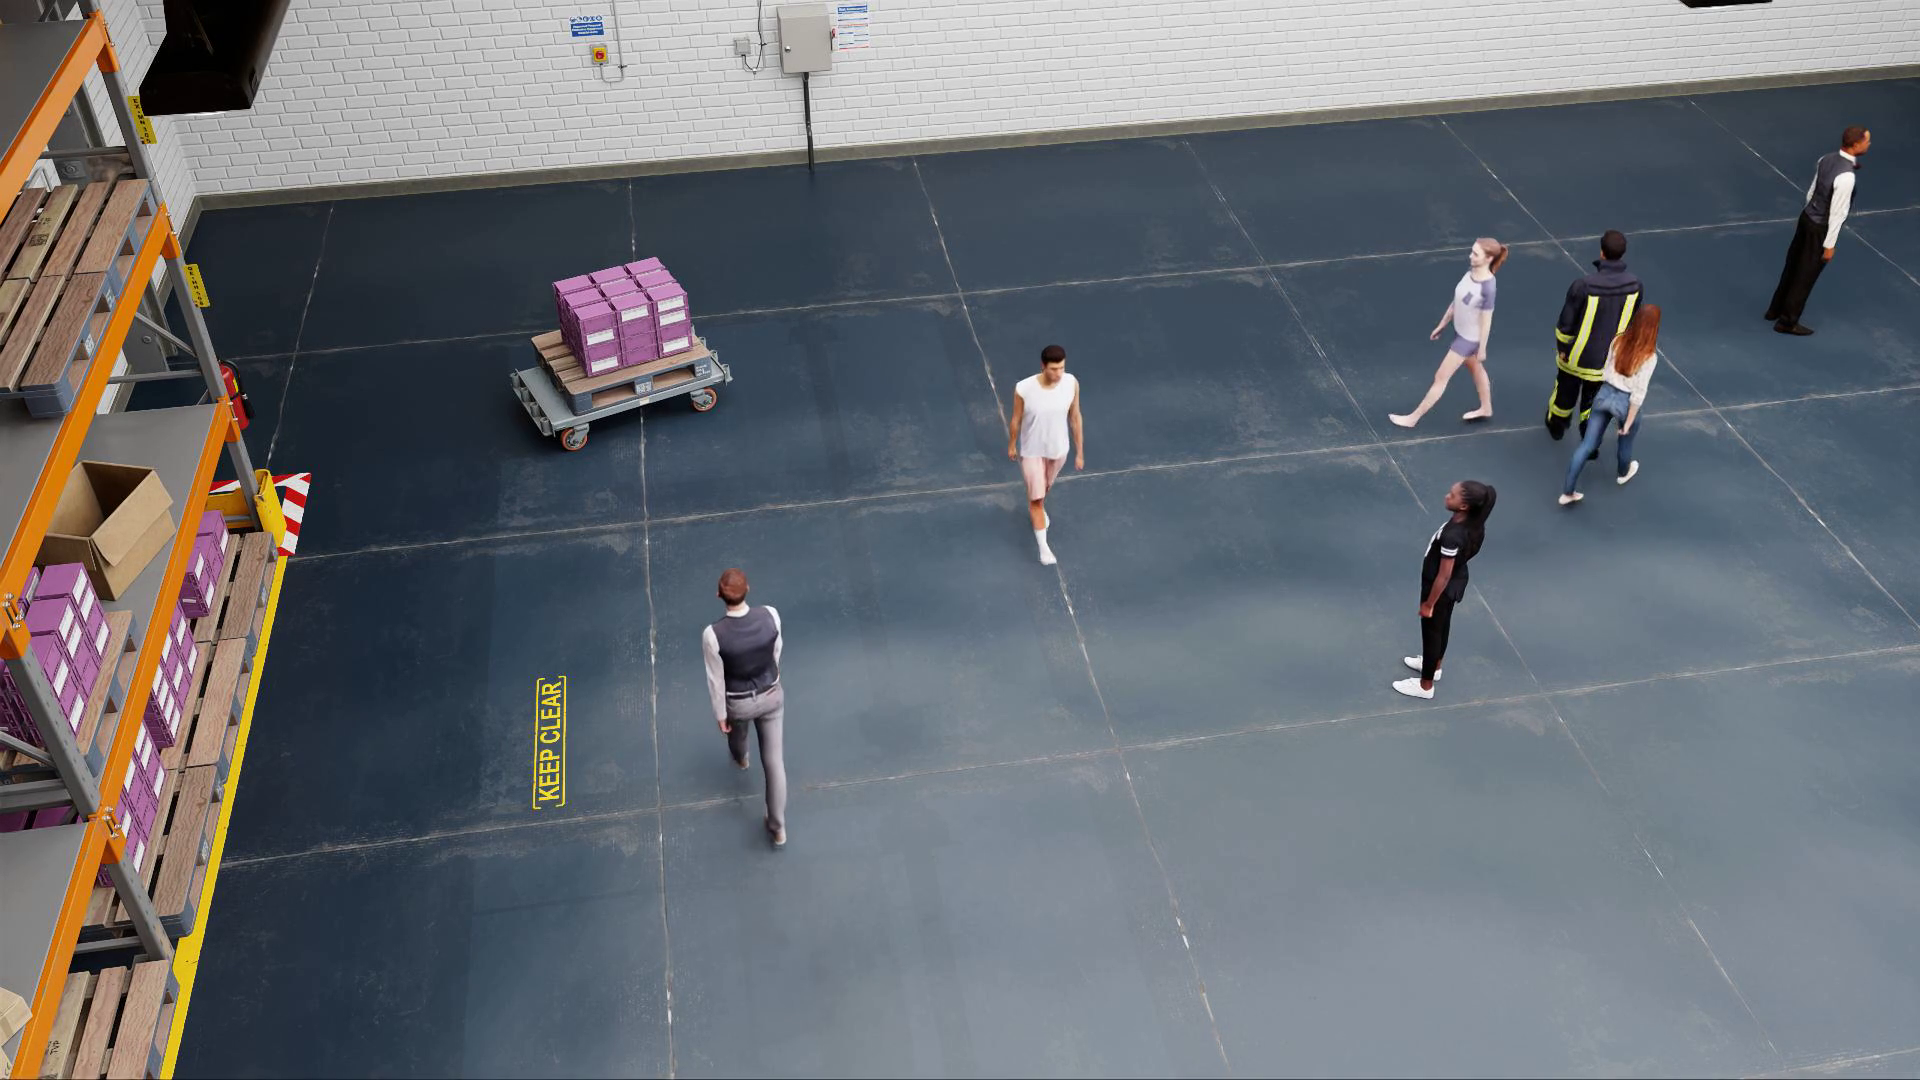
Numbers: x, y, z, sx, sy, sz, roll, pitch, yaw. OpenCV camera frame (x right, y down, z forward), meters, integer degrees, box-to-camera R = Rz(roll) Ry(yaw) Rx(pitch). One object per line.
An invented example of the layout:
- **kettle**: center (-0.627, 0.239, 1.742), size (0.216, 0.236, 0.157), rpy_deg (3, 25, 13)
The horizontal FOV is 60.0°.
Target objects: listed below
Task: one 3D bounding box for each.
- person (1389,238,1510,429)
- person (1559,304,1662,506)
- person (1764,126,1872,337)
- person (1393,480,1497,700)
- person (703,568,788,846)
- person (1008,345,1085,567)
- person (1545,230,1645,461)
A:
- **person**: center (4.166, -1.634, 13.359), size (0.759, 1.717, 1.109), rpy_deg (0, 39, 0)
- **person**: center (4.907, -0.979, 12.562), size (1.006, 1.688, 1.120), rpy_deg (-27, 46, -30)
- **person**: center (7.515, -2.723, 14.563), size (0.798, 1.917, 0.589), rpy_deg (1, 39, 1)
- **person**: center (3.172, 0.312, 10.916), size (0.776, 1.725, 0.706), rpy_deg (20, 43, 24)
- **person**: center (-1.208, 1.009, 9.913), size (0.777, 1.889, 1.260), rpy_deg (-12, 40, -15)
- **person**: center (0.603, -0.731, 12.218), size (0.717, 1.730, 1.141), rpy_deg (-9, 39, -11)
- **person**: center (4.986, -1.488, 13.027), size (0.950, 1.904, 1.150), rpy_deg (2, 39, 3)
